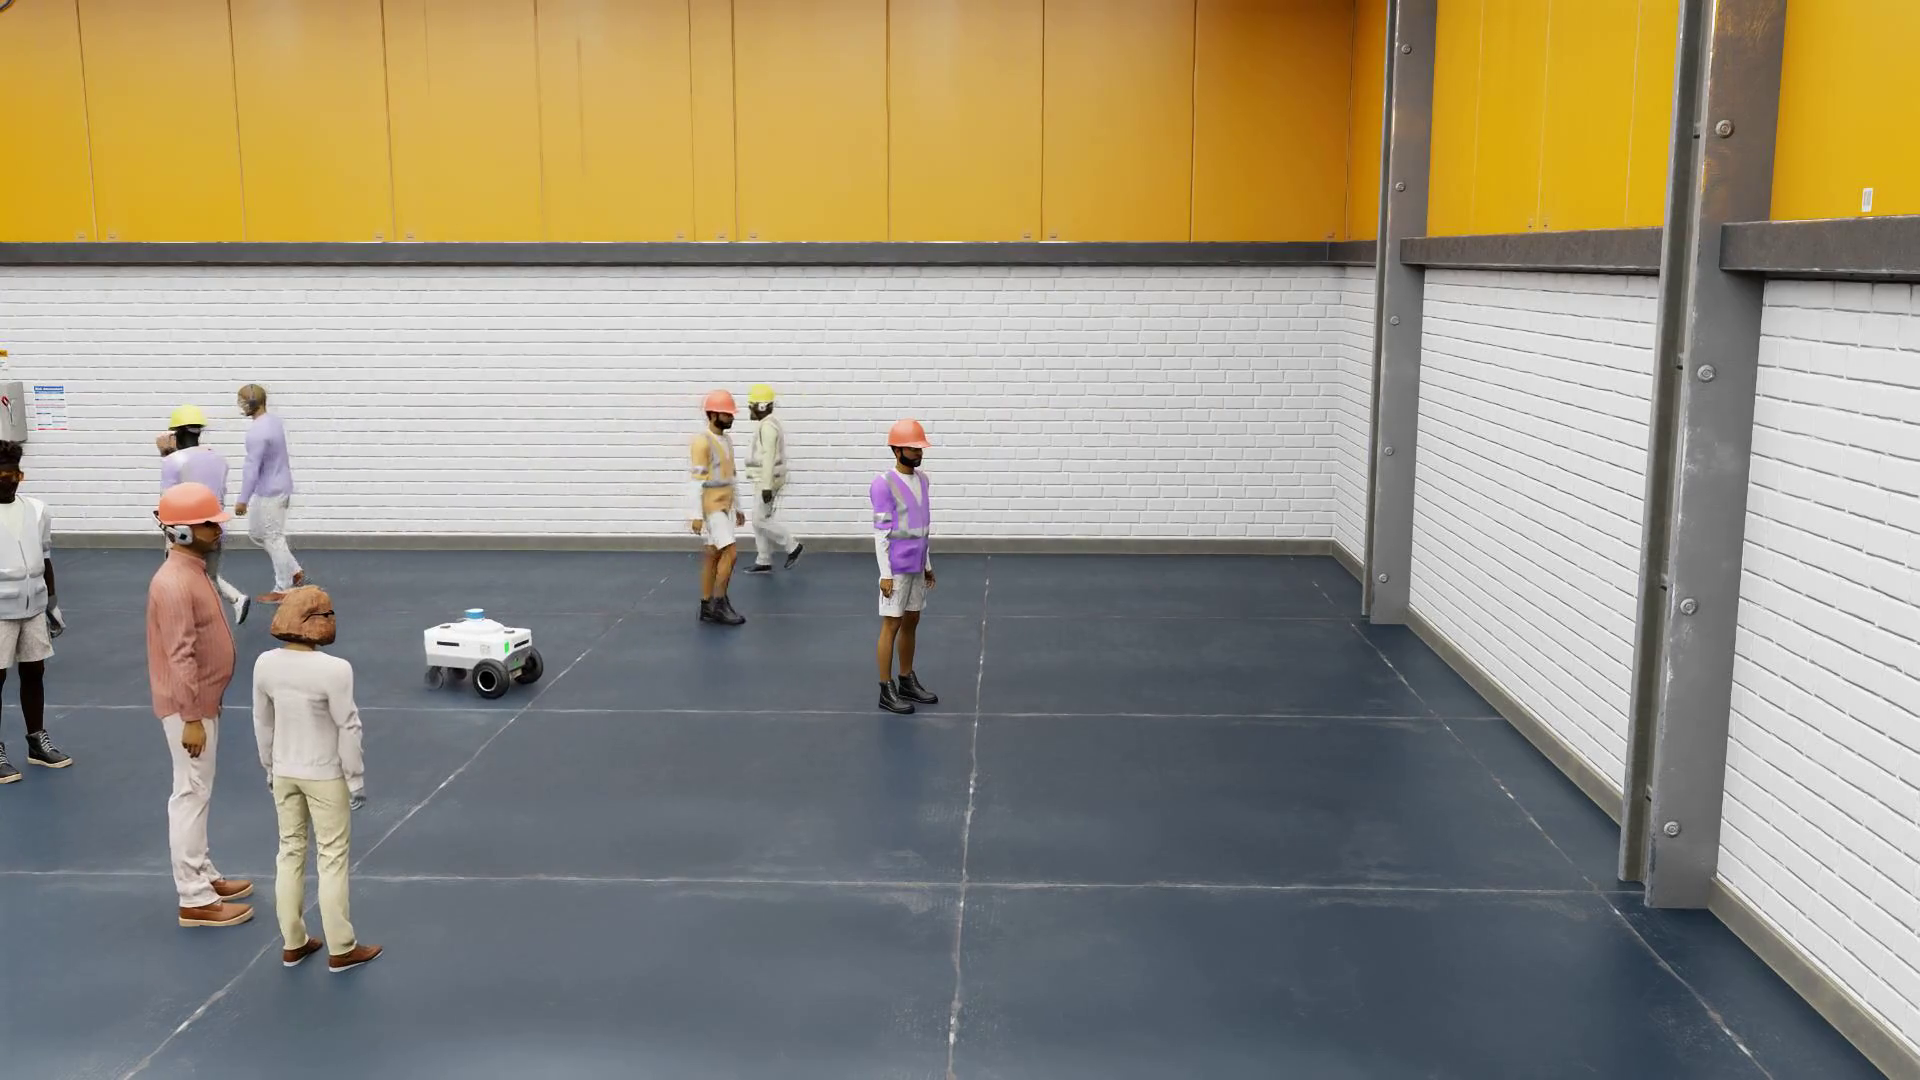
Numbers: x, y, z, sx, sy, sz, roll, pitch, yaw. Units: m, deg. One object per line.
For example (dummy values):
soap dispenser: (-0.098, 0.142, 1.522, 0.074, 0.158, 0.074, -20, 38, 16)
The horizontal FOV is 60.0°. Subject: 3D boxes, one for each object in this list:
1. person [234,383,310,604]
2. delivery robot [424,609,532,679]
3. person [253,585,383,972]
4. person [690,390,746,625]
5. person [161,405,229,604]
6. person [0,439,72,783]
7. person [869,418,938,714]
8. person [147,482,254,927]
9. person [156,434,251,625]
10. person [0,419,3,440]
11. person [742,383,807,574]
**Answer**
person: (-5.969, -0.384, 14.249, 0.484, 1.918, 0.639, -3, 10, -14)
delivery robot: (-3.333, 0.720, 11.493, 0.707, 0.478, 0.477, 3, 10, 18)
person: (-2.716, 0.998, 6.991, 0.502, 1.631, 0.285, 4, 10, 20)
person: (-1.895, -0.256, 13.484, 0.608, 1.917, 0.581, 3, 10, 15)
person: (-5.620, -0.031, 12.203, 0.427, 1.910, 0.599, 4, 10, 21)
person: (-5.459, 0.391, 9.567, 0.367, 1.966, 0.605, 5, 11, 26)
person: (-0.350, 0.163, 10.986, 0.359, 1.939, 0.543, 6, 12, 33)
person: (-3.432, 0.729, 7.506, 0.394, 1.994, 0.612, -3, 10, -19)
person: (-6.035, -0.037, 13.115, 0.635, 1.617, 0.511, 0, 10, 1)
person: (-8.613, -0.465, 14.461, 0.832, 2.015, 0.622, 2, 10, 13)
person: (-1.768, -0.558, 15.559, 0.509, 1.817, 0.610, -1, 10, -8)
